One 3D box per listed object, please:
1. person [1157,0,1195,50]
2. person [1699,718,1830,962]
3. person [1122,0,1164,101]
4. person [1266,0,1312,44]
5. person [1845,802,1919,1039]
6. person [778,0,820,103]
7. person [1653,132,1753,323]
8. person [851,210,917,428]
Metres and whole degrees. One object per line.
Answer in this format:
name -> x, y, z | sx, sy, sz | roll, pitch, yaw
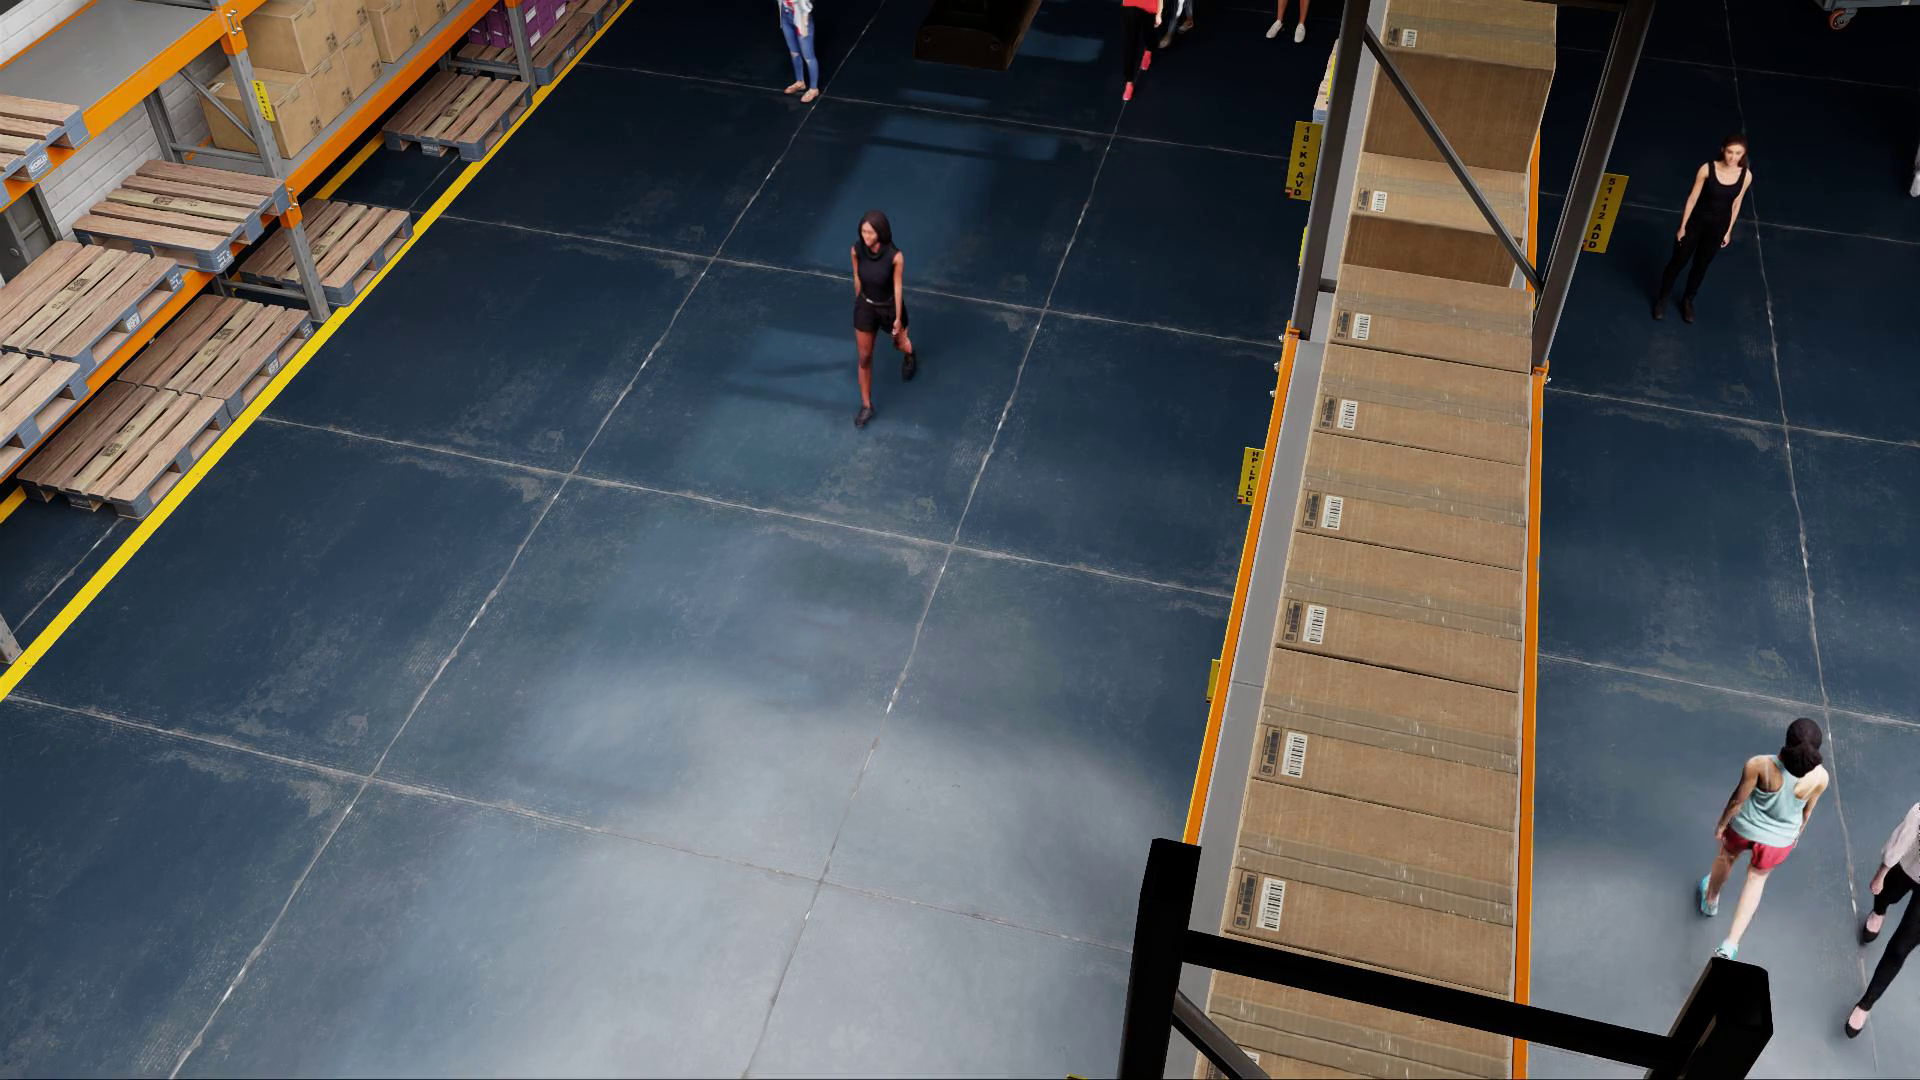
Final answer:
person -> 2.352, -6.035, 17.143 | 0.843, 1.759, 1.132 | 28, 50, 26
person -> 4.367, 1.656, 9.080 | 0.691, 1.745, 1.020 | 16, 46, 16
person -> 1.818, -5.246, 16.385 | 0.621, 1.662, 1.108 | 8, 44, 8
person -> 3.512, -6.060, 17.092 | 0.674, 1.866, 0.590 | 14, 45, 15
person -> 5.145, 1.803, 8.962 | 0.881, 1.695, 1.257 | 25, 49, 24
person -> -1.583, -5.092, 16.260 | 0.652, 1.611, 0.642 | 30, 51, 28
person -> 6.064, -2.551, 13.537 | 0.595, 1.688, 0.566 | 7, 44, 8
person -> -0.565, -1.768, 12.703 | 0.583, 1.705, 1.136 | 11, 45, 11
